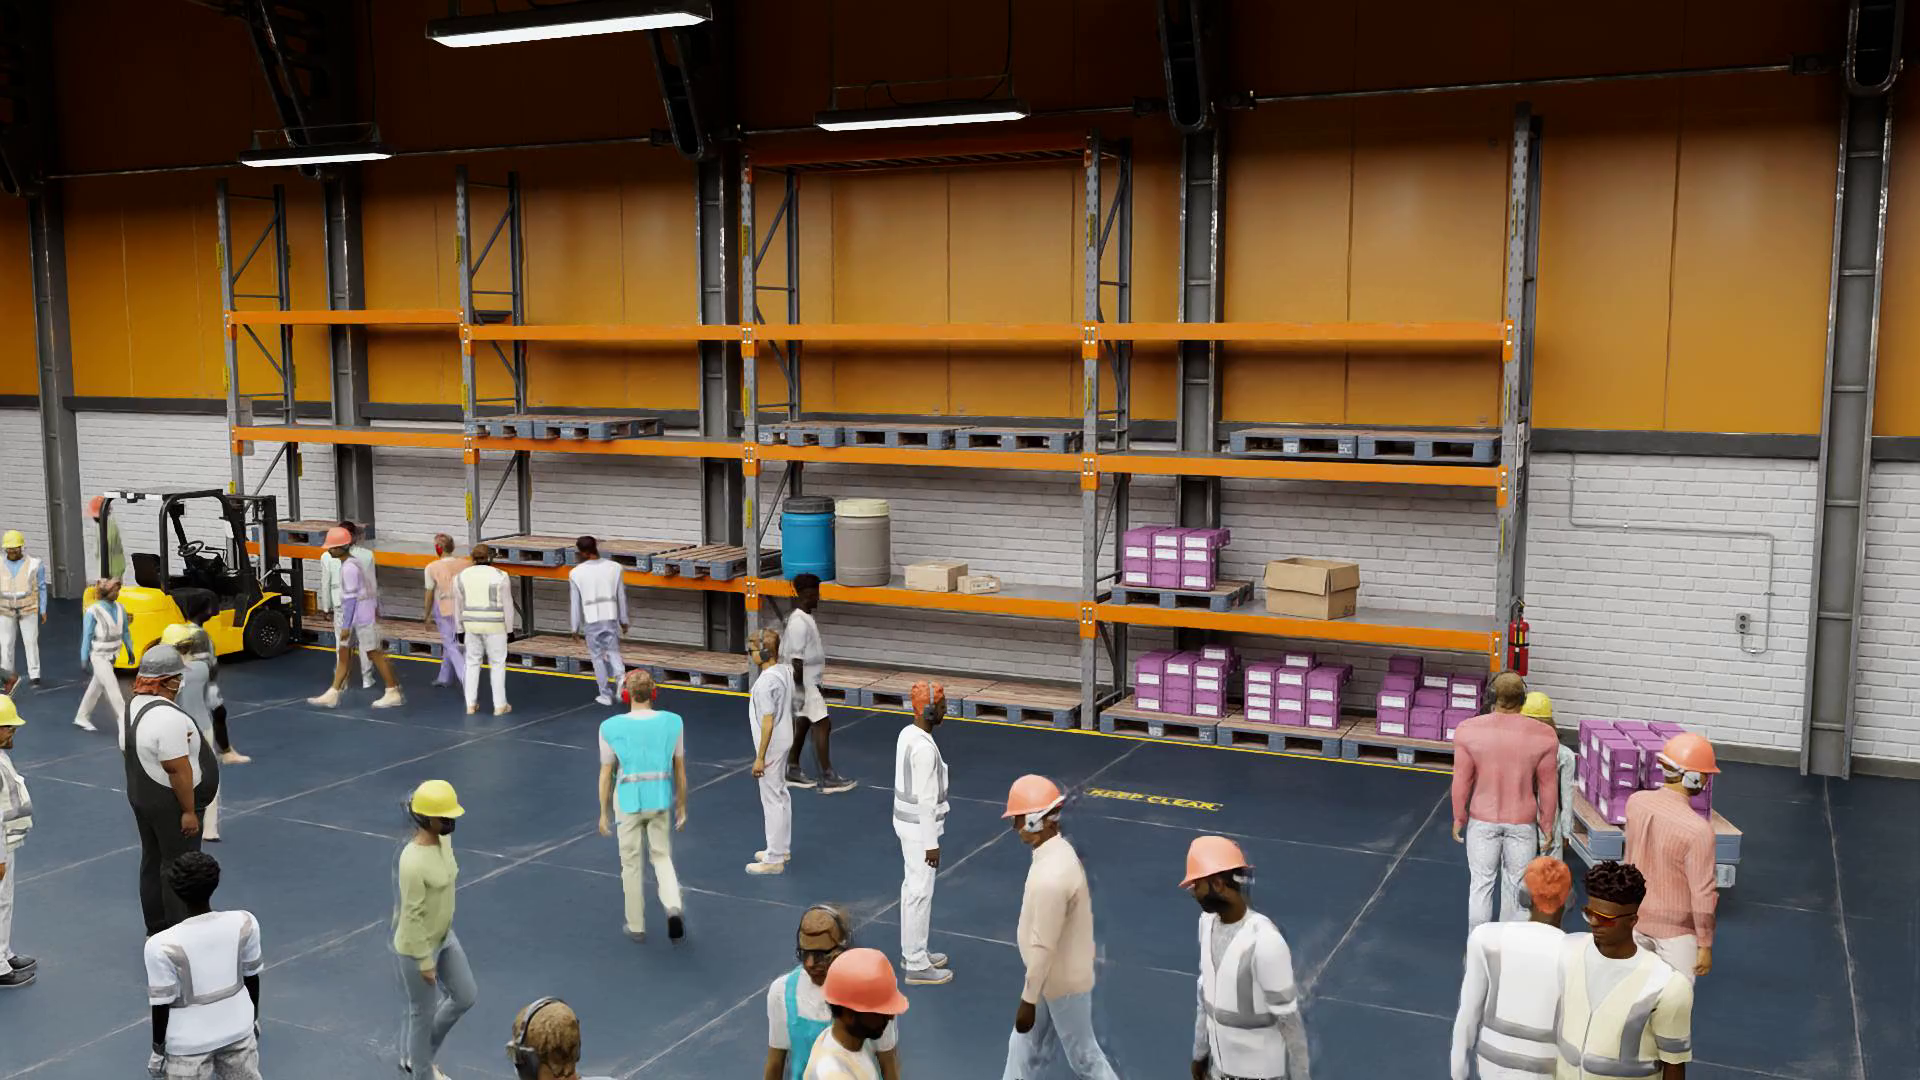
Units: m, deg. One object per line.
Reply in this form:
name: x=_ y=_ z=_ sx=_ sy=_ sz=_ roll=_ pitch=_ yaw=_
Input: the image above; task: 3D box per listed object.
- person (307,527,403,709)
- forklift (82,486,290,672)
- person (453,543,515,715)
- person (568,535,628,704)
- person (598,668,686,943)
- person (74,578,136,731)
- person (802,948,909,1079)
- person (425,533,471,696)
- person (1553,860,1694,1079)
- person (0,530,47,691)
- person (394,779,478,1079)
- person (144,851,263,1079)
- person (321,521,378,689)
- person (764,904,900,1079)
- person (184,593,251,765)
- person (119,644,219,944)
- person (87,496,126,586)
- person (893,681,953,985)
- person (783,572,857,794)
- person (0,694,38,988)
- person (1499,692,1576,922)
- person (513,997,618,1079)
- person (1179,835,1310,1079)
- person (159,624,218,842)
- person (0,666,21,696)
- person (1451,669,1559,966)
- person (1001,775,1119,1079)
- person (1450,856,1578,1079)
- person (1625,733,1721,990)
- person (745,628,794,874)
person: x=-6.501 y=0.844 z=17.777 sx=1.021 sy=1.980 sz=0.613 roll=-3 pitch=8 yaw=-25
forklift: x=-9.426 y=0.454 z=20.179 sx=1.214 sy=2.155 sz=2.313 roll=3 pitch=8 yaw=26
person: x=-5.037 y=0.946 z=17.653 sx=0.638 sy=1.828 sz=0.431 roll=1 pitch=7 yaw=9
person: x=-3.880 y=0.886 z=17.949 sx=0.637 sy=1.876 sz=0.568 roll=-4 pitch=8 yaw=-31
person: x=-2.061 y=1.762 z=10.882 sx=0.579 sy=1.831 sz=0.526 roll=-4 pitch=8 yaw=-28
person: x=-8.619 y=1.169 z=16.752 sx=0.875 sy=1.587 sz=0.523 roll=1 pitch=7 yaw=10
person: x=-0.283 y=2.348 z=5.824 sx=1.038 sy=1.873 sz=0.550 roll=1 pitch=7 yaw=5
person: x=-5.715 y=0.828 z=18.692 sx=0.928 sy=1.813 sz=0.570 roll=5 pitch=9 yaw=37
person: x=2.547 y=2.216 z=6.551 sx=0.366 sy=1.967 sz=0.603 roll=-5 pitch=9 yaw=-36
person: x=-10.694 y=0.793 z=18.868 sx=0.600 sy=1.827 sz=0.404 roll=-3 pitch=8 yaw=-24
person: x=-2.711 y=2.076 z=8.570 sx=0.376 sy=1.743 sz=0.530 roll=1 pitch=7 yaw=7
person: x=-3.390 y=2.235 z=7.489 sx=0.318 sy=1.698 sz=0.539 roll=5 pitch=9 yaw=37
person: x=-6.939 y=0.742 z=18.935 sx=0.597 sy=1.915 sz=0.370 roll=-3 pitch=7 yaw=-20
person: x=-0.513 y=2.299 z=6.433 sx=0.555 sy=1.824 sz=0.528 roll=2 pitch=7 yaw=14
person: x=-7.039 y=1.311 z=15.267 sx=0.839 sy=1.662 sz=0.530 roll=-3 pitch=8 yaw=-24
person: x=-5.079 y=1.670 z=10.757 sx=0.683 sy=2.000 sz=0.538 roll=6 pitch=9 yaw=39
person: x=-10.992 y=0.404 z=21.421 sx=0.492 sy=1.990 sz=0.658 roll=-3 pitch=7 yaw=-23
person: x=-0.233 y=1.803 z=10.329 sx=0.360 sy=1.880 sz=0.575 roll=-1 pitch=7 yaw=-11
person: x=-1.215 y=1.253 z=14.658 sx=0.745 sy=1.926 sz=0.636 roll=0 pitch=7 yaw=-2
person: x=-5.920 y=1.848 z=10.224 sx=0.403 sy=1.817 sz=0.601 roll=-4 pitch=8 yaw=-32
person: x=3.669 y=1.833 z=10.661 sx=0.484 sy=1.737 sz=0.322 roll=2 pitch=7 yaw=16
person: x=-1.260 y=2.393 z=5.258 sx=0.369 sy=1.928 sz=0.639 roll=4 pitch=8 yaw=29
person: x=1.243 y=2.202 z=7.009 sx=0.485 sy=1.885 sz=0.706 roll=-4 pitch=8 yaw=-29
person: x=-6.207 y=1.525 z=13.189 sx=0.767 sy=1.737 sz=0.529 roll=3 pitch=8 yaw=26
person: x=-10.682 y=0.868 z=18.180 sx=0.666 sy=1.848 sz=0.536 roll=0 pitch=7 yaw=-4
person: x=3.398 y=1.763 z=10.407 sx=0.635 sy=1.939 sz=0.361 roll=2 pitch=7 yaw=14
person: x=0.456 y=2.077 z=7.917 sx=1.010 sy=1.927 sz=0.627 roll=0 pitch=7 yaw=-3
person: x=2.388 y=2.224 z=6.948 sx=0.595 sy=1.846 sz=0.795 roll=4 pitch=8 yaw=30
person: x=3.665 y=1.965 z=8.578 sx=0.410 sy=1.981 sz=0.628 roll=-2 pitch=7 yaw=-16
person: x=-1.424 y=1.568 z=12.416 sx=0.346 sy=1.844 sz=0.507 roll=1 pitch=7 yaw=9
